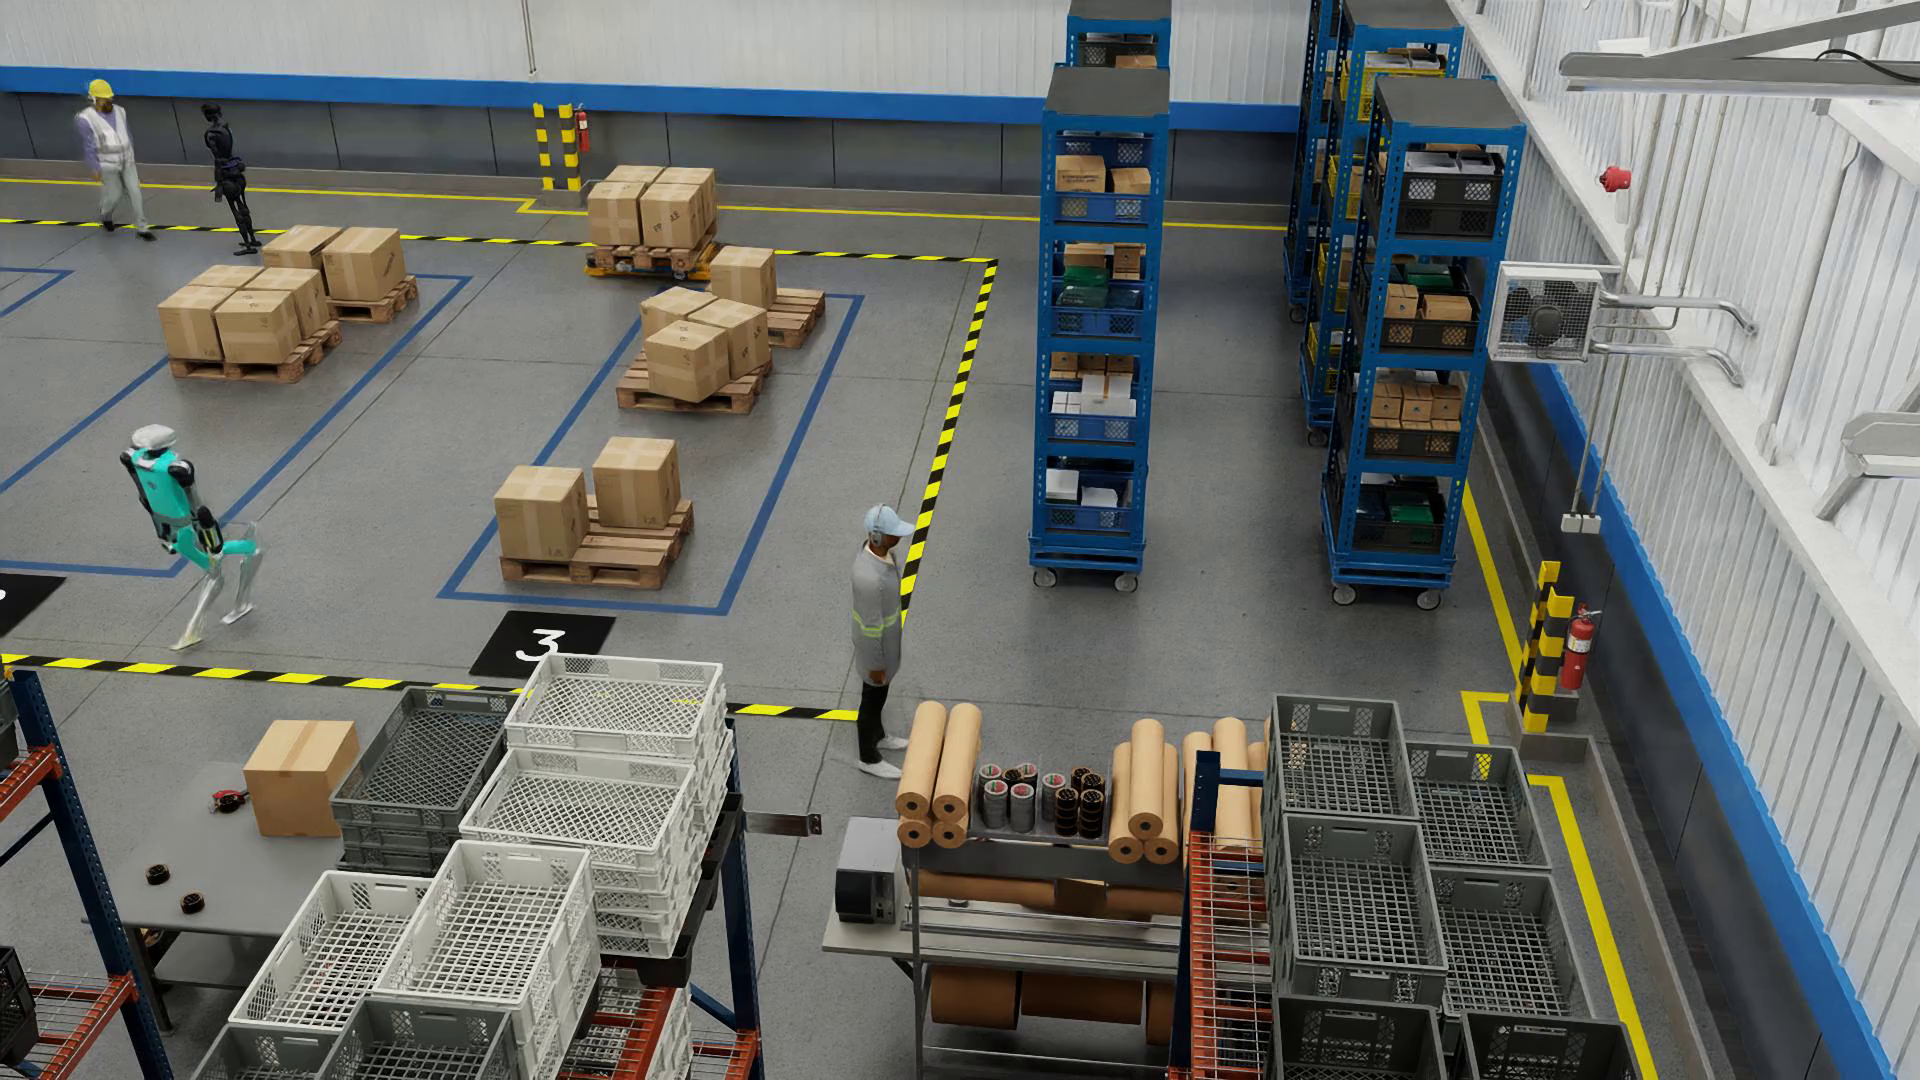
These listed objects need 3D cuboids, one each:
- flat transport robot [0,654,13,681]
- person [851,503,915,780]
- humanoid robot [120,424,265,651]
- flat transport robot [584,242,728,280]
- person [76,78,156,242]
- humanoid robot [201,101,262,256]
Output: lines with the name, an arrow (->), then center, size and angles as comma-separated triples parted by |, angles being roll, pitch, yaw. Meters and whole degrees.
flat transport robot -> -7.142, 0.969, 11.010 | 1.431, 0.231, 0.659 | 3, 30, 6
person -> -0.458, 0.596, 10.075 | 0.396, 1.850, 0.596 | 3, 30, 4
humanoid robot -> -5.133, -0.085, 11.345 | 0.552, 1.743, 0.893 | 11, 32, 18
flat transport robot -> -3.245, -3.025, 17.842 | 1.431, 0.197, 0.652 | 3, 30, 6
person -> -9.346, -4.182, 18.319 | 0.622, 1.810, 0.599 | 17, 34, 27
humanoid robot -> -7.913, -3.919, 17.991 | 0.315, 1.655, 0.599 | -3, 30, -4
